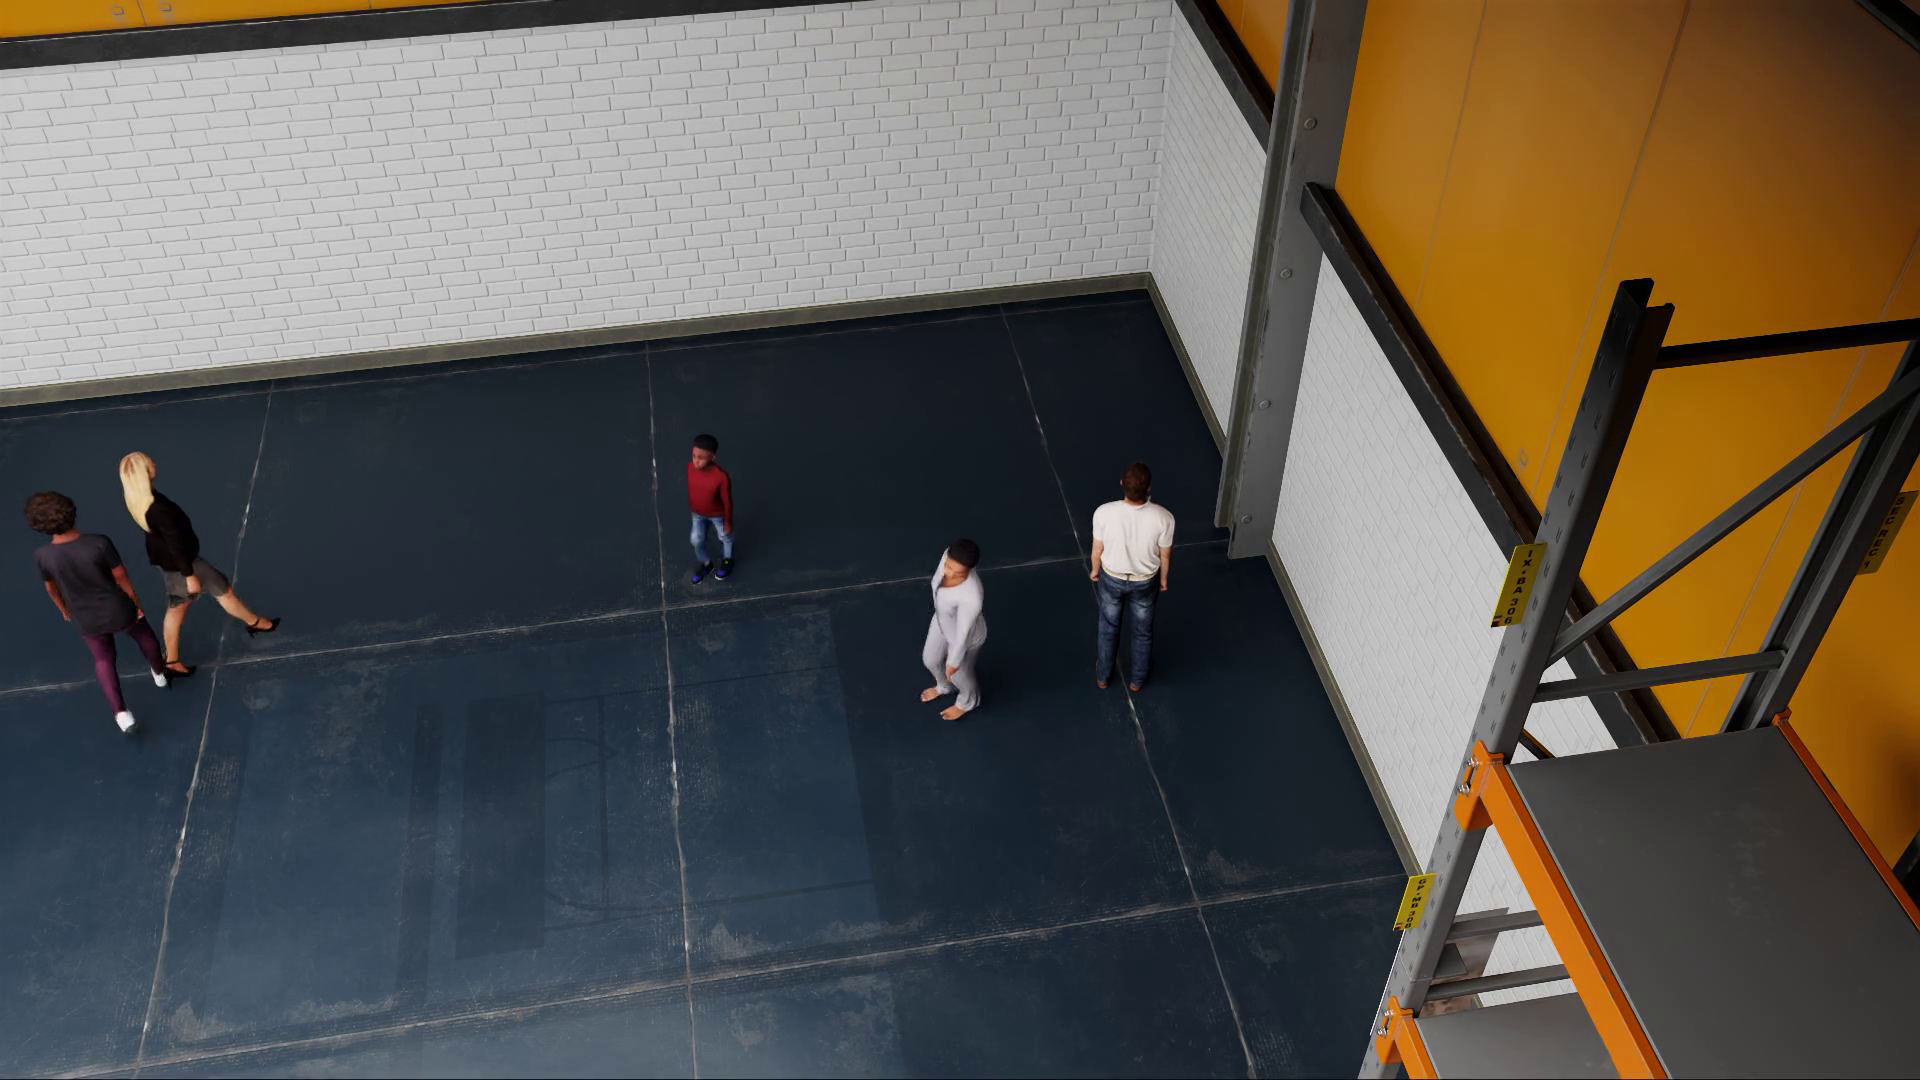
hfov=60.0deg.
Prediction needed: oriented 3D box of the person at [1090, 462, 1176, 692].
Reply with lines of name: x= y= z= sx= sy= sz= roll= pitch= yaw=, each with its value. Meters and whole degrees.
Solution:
person: x=1.064 y=0.250 z=10.504 sx=0.731 sy=1.856 sz=0.696 roll=7 pitch=44 yaw=7

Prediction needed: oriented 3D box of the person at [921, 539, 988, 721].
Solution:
person: x=0.016 y=0.528 z=10.328 sx=0.843 sy=1.696 sz=0.646 roll=-9 pitch=44 yaw=-9

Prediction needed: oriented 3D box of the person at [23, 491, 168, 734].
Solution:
person: x=-5.353 y=0.461 z=10.353 sx=0.789 sy=1.759 sz=1.054 roll=-16 pitch=46 yaw=-16

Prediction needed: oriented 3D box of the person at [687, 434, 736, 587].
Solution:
person: x=-1.684 y=-0.260 z=11.480 sx=0.631 sy=1.249 sz=0.684 roll=17 pitch=46 yaw=17

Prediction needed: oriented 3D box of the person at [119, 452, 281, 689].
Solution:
person: x=-5.039 y=0.220 z=10.578 sx=1.066 sy=1.798 sz=1.123 roll=27 pitch=50 yaw=25
